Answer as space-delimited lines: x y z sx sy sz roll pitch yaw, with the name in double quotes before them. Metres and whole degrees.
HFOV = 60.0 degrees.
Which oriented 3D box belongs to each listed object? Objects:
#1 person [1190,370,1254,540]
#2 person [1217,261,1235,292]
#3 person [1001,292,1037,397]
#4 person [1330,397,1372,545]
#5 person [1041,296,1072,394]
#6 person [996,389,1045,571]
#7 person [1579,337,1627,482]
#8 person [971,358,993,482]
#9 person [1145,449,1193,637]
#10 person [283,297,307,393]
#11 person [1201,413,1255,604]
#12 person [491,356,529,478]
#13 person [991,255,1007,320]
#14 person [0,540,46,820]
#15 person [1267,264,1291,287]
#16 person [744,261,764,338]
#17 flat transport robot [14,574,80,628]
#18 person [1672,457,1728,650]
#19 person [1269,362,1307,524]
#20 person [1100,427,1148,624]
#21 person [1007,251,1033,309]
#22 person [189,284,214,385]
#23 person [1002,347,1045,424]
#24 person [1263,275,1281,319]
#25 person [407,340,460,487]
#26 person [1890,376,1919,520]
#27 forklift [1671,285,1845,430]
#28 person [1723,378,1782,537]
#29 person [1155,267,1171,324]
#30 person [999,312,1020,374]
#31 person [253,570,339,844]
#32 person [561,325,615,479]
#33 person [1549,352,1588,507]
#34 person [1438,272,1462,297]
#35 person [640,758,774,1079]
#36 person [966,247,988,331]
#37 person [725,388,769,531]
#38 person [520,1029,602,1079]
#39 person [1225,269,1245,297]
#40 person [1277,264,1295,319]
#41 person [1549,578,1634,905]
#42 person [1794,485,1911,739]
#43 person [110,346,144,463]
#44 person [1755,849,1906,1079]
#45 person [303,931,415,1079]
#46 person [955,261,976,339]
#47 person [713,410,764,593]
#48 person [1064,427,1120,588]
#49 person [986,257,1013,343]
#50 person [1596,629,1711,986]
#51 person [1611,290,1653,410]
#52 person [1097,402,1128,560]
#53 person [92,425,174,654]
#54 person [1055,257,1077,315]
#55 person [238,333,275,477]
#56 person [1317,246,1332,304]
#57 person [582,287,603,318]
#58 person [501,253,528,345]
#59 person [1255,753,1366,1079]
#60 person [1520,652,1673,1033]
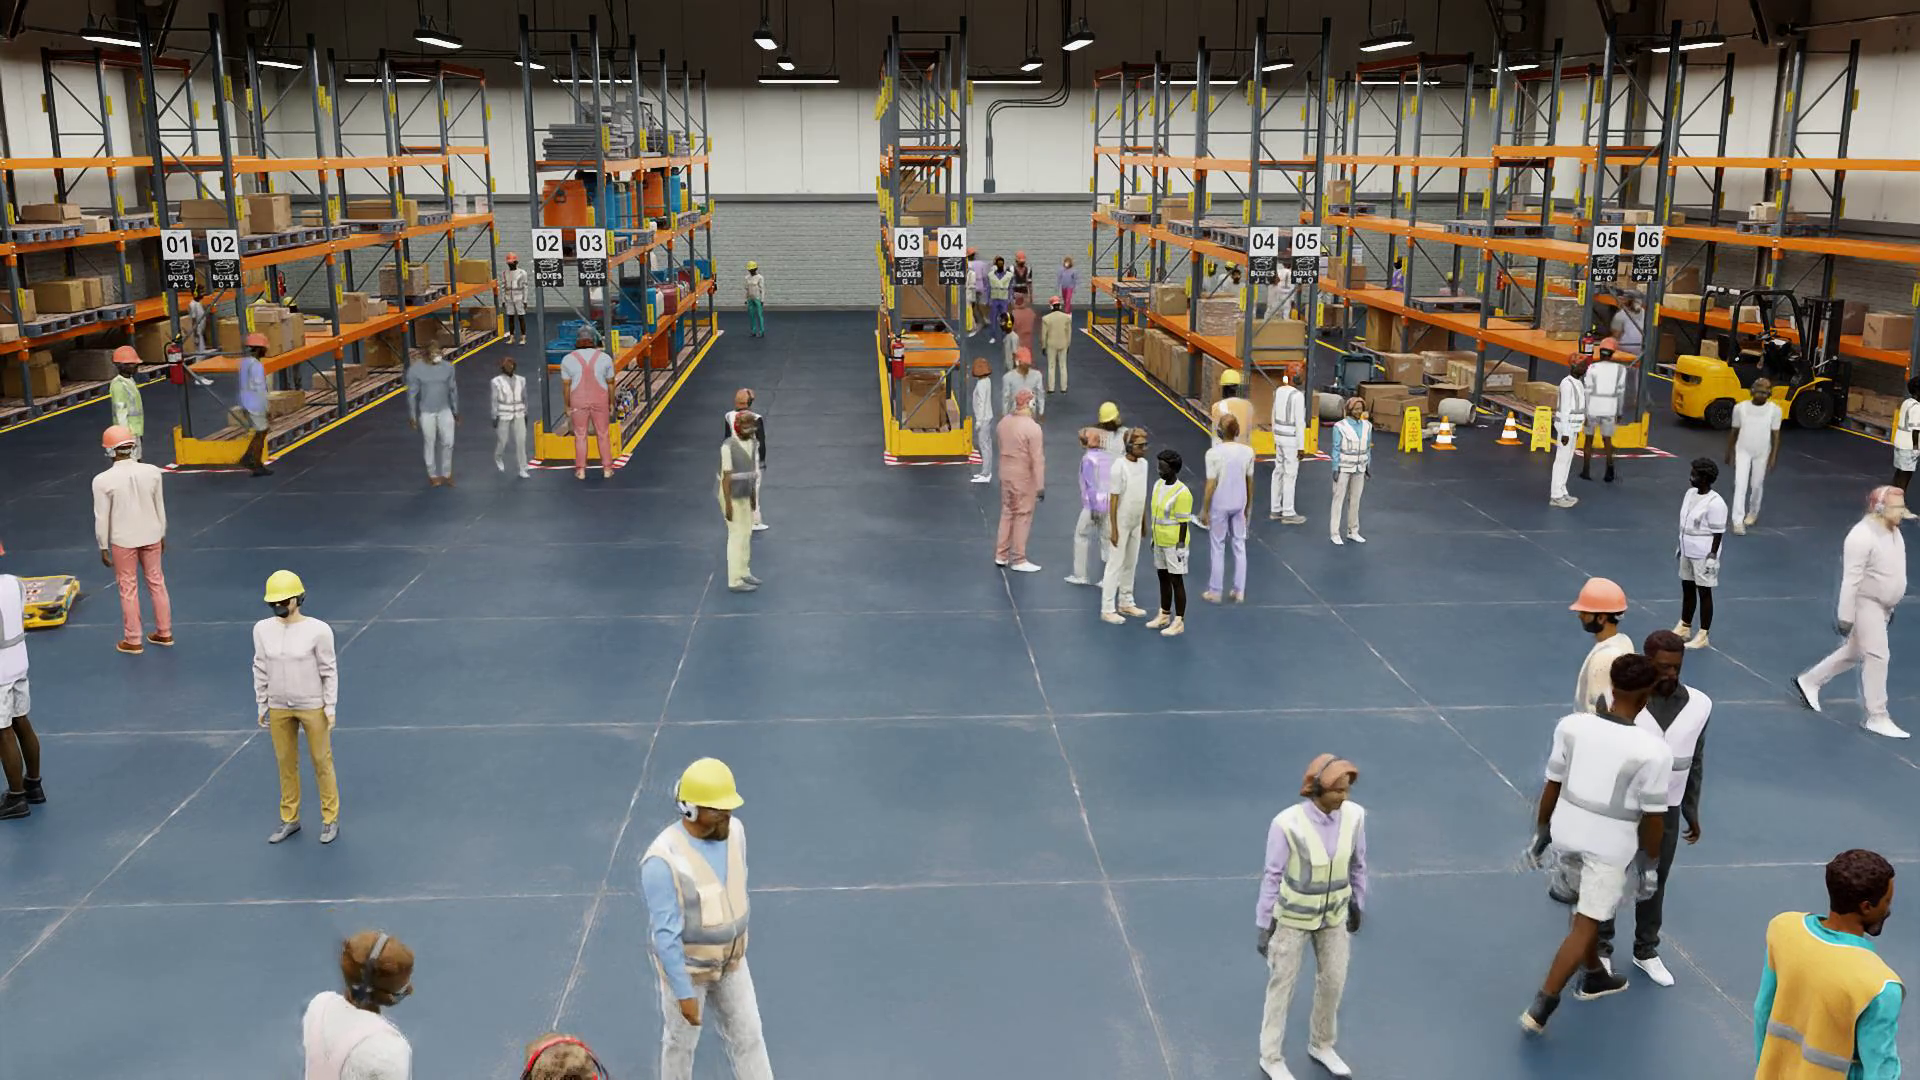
"person" 2.985 -0.983 18.765 0.607 1.876 0.962 -7 15 -27
"person" 6.203 -5.565 38.431 0.533 1.767 0.326 10 16 36
"person" 1.069 -3.356 28.848 0.627 1.871 0.837 -8 16 -31
"person" 4.319 -0.769 18.385 0.511 1.640 0.307 -6 15 -24
"person" 1.709 -3.471 29.635 0.549 1.734 0.384 -3 14 -11
"person" 0.621 -0.613 17.210 0.448 1.895 0.701 -10 17 -37
"person" 8.382 -1.678 21.667 0.573 1.909 0.674 2 13 8
"person" 0.287 -1.570 21.788 0.278 1.634 0.497 2 13 10
"person" 1.884 0.018 14.949 0.319 1.694 0.533 -6 15 -24
"person" -11.802 -3.425 29.412 0.305 1.745 0.483 8 16 31
"person" 2.565 -0.297 15.949 0.515 1.842 0.328 -4 14 -15
"person" -6.025 -1.657 22.208 0.525 1.610 0.751 -9 16 -35
"person" 0.984 -6.433 42.417 0.507 1.625 0.289 -9 16 -33
"person" -6.267 0.863 10.825 0.347 1.943 0.545 -1 13 -3
"person" 8.354 -6.823 43.606 0.631 1.849 1.031 9 16 33
"person" -4.763 -5.562 38.449 0.532 1.755 0.341 7 15 27
"flat transport robot" -8.749 0.563 15.672 0.652 0.197 1.431 -5 14 -21
"person" 6.444 0.113 14.522 0.322 1.697 0.531 -2 13 -8
"person" 3.843 -1.137 19.419 0.342 1.882 0.579 -5 14 -20
"person" 1.551 -0.138 15.318 0.365 1.834 0.521 12 18 41
"person" 1.361 -5.697 38.550 0.616 1.986 1.075 -4 14 -16
"person" -14.052 -3.796 30.747 0.334 1.859 0.538 -3 14 -13
"person" 0.839 -1.744 22.330 0.572 1.731 0.747 -3 14 -14
"person" 6.825 -5.048 36.546 0.431 1.614 0.533 -5 14 -19
"person" -6.728 -1.604 21.343 0.679 1.901 0.721 -8 16 -32
"person" 11.235 -1.101 19.667 0.316 1.695 0.542 4 14 15
"forklift" 12.503 -2.886 26.166 2.313 2.155 1.214 -1 13 -3
"person" 9.034 -0.985 18.985 0.559 1.802 0.943 6 15 24
"person" 4.632 -5.479 38.338 0.525 1.639 0.307 10 17 37
"person" 0.778 -2.564 25.538 0.347 1.858 0.509 -3 14 -12
"person" -4.158 1.046 10.426 0.527 1.768 0.314 1 13 2
"person" -4.921 -1.837 22.051 0.684 2.000 0.535 -3 14 -14
"person" 7.455 -1.354 20.339 0.337 1.882 0.585 8 16 31
"person" 10.331 -4.785 35.171 0.528 1.755 0.370 -1 13 -2
"person" -1.021 1.813 7.096 0.733 1.798 0.611 10 16 36
"person" 0.313 -5.989 39.724 0.578 2.003 0.634 12 18 41
"person" -2.444 -0.914 18.999 0.522 1.639 0.306 7 15 26
"person" -1.073 2.340 4.832 0.601 1.820 0.586 -10 17 -37
"person" 5.768 -4.727 34.712 0.570 1.837 0.819 0 13 -2
"person" 7.457 -5.554 38.149 0.359 1.880 0.575 -8 16 -31
"person" 3.653 1.161 9.587 0.393 1.930 0.553 8 16 31
"person" 6.815 0.493 12.556 0.664 1.877 0.875 -11 17 -39
"person" -9.782 -1.277 19.673 0.393 2.041 0.613 -3 14 -14
"person" 3.096 2.016 5.993 0.375 1.915 0.599 -3 14 -14
"person" -2.050 2.157 5.663 0.649 1.810 0.340 7 15 28
"person" 0.083 -5.570 38.194 0.647 1.883 0.646 12 18 41
"person" -2.180 -0.394 16.425 0.481 1.822 0.630 6 14 23
"person" 1.329 -0.322 16.564 0.691 1.589 0.526 8 15 30
"person" 0.887 -5.368 37.263 0.597 1.921 0.383 1 13 5
"person" 3.568 1.383 8.668 0.591 1.921 0.393 0 13 -1
"person" 11.273 -3.202 27.831 0.714 2.000 1.002 0 13 -2
"person" 1.617 -0.619 17.576 0.491 1.718 0.435 -3 14 -14
"person" -7.185 -0.009 14.438 0.402 1.986 0.605 10 17 37
"person" 2.743 -6.408 42.365 0.511 1.598 0.832 6 15 25
"person" -9.364 -1.806 22.197 0.469 1.910 0.610 -12 18 -42
"person" 9.415 -6.687 43.050 0.592 1.828 0.404 0 13 2
"person" -7.742 -4.896 35.549 0.581 1.802 0.747 3 14 12
"person" -9.871 -5.329 36.840 0.607 2.044 0.378 2 13 8
"person" 1.601 1.757 7.701 0.611 1.630 0.329 -5 14 -21
"person" 3.106 1.501 8.214 0.924 1.910 0.643 -8 16 -32
